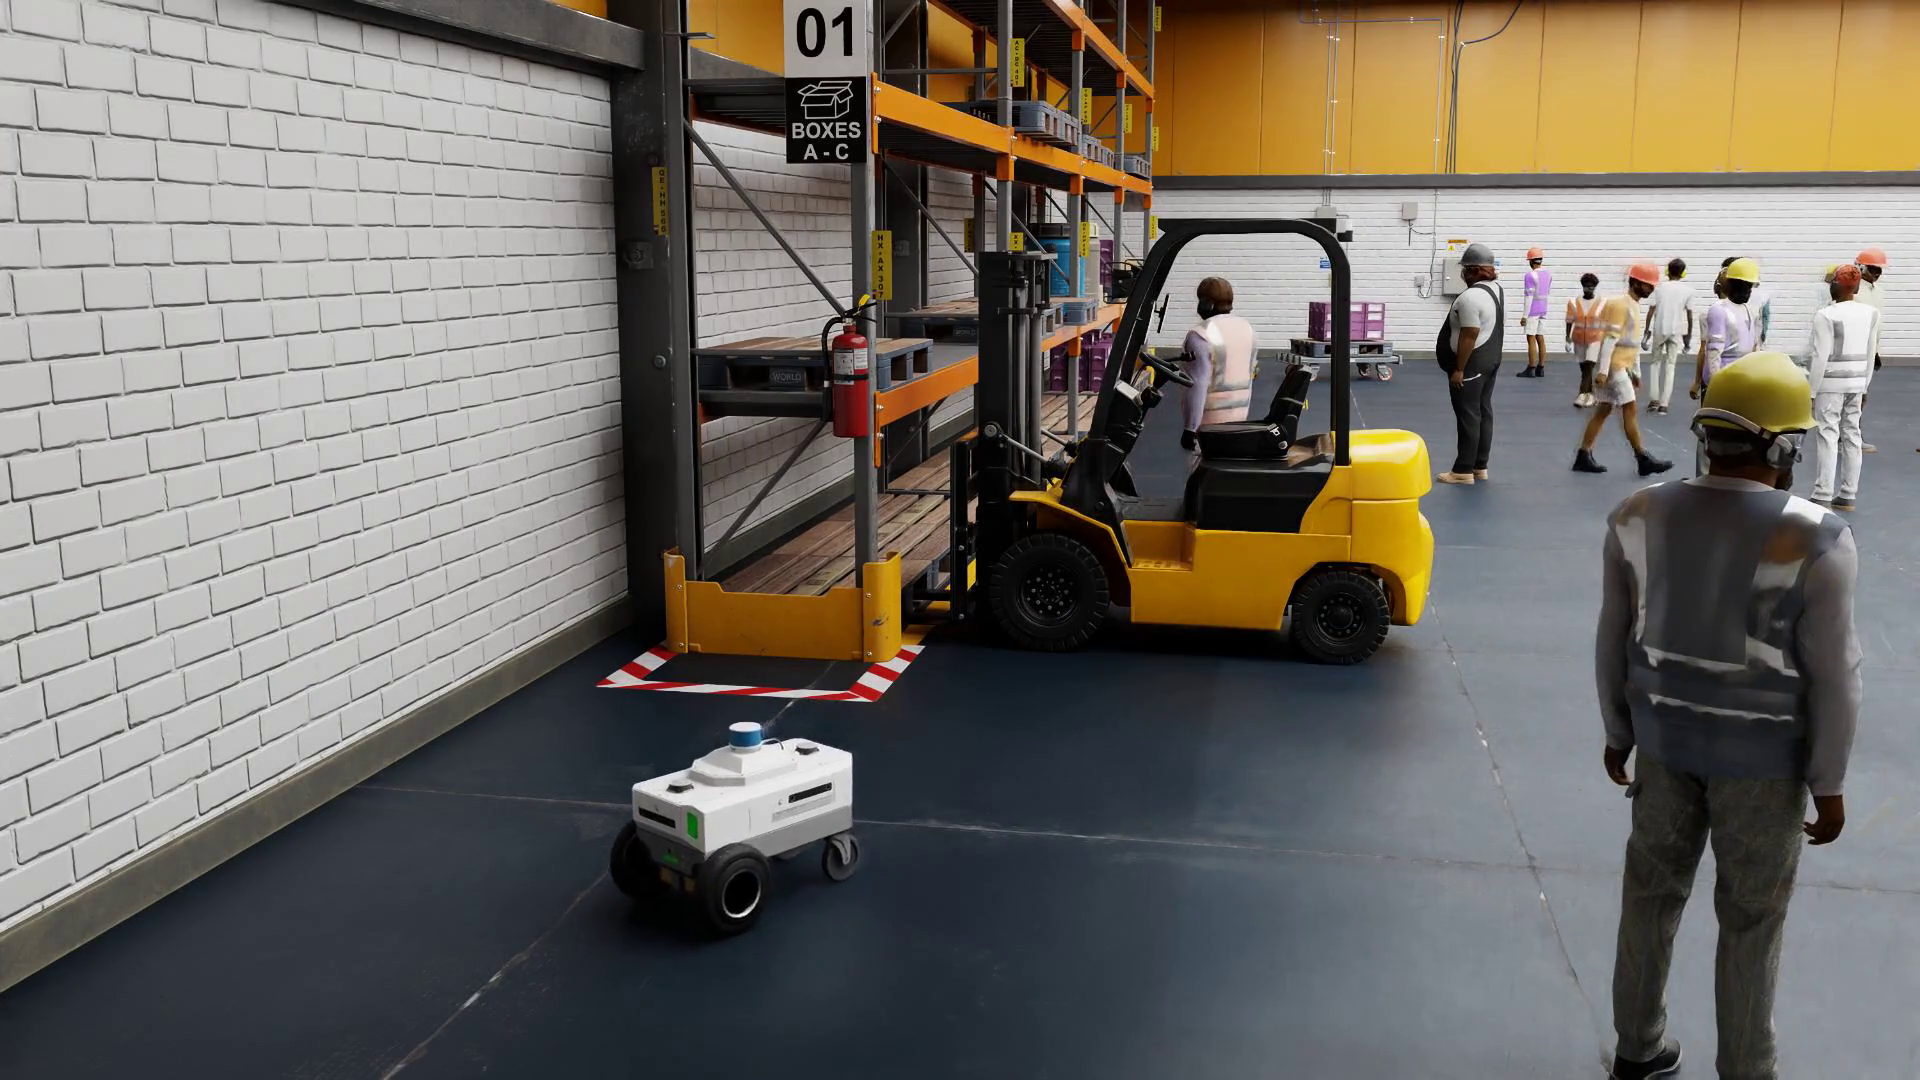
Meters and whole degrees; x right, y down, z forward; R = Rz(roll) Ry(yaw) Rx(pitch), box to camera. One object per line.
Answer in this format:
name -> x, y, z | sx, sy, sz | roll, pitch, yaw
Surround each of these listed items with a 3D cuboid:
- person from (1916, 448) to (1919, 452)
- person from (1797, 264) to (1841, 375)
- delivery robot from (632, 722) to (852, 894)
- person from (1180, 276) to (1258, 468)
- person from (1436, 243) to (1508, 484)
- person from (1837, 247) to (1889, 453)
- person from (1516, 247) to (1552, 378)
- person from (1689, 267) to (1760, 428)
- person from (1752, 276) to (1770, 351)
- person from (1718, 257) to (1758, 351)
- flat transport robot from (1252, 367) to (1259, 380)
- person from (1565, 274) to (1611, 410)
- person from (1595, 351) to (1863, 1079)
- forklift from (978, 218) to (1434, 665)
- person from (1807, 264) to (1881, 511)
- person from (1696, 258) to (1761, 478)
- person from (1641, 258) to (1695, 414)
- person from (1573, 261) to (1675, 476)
person -> 9.594, -1.778, 16.062 | 0.653, 1.906, 0.408 | -5, 11, -23
person -> 13.002, -3.287, 24.912 | 0.502, 1.696, 0.913 | -6, 12, -30
delivery robot -> -0.674, 0.820, 5.268 | 0.477, 0.478, 0.707 | 9, 14, 42
person -> 1.619, -0.753, 10.627 | 0.633, 1.840, 0.429 | -10, 14, -44
person -> 4.333, -1.506, 14.200 | 0.538, 2.000, 0.683 | 8, 13, 38
person -> 8.719, -1.832, 16.121 | 0.610, 1.993, 0.380 | -6, 12, -31
person -> 8.549, -3.384, 24.790 | 0.547, 1.934, 0.376 | -7, 13, -35
person -> 6.287, -1.319, 13.714 | 0.506, 1.847, 0.343 | -1, 10, -5
person -> 10.458, -2.739, 22.093 | 0.522, 1.625, 0.388 | 3, 11, 16
person -> 8.356, -2.075, 17.802 | 0.730, 1.882, 0.461 | -6, 12, -31
flat transport robot -> 4.068, -2.537, 24.705 | 0.652, 0.197, 1.431 | 3, 11, 14
person -> 7.597, -2.398, 20.161 | 0.538, 1.634, 0.848 | 8, 13, 39
person -> 1.802, 0.474, 3.919 | 0.404, 1.830, 0.603 | -8, 13, -38
forklift -> 1.285, -0.567, 8.635 | 2.313, 2.155, 1.214 | 2, 11, 11
person -> 6.669, -1.141, 12.637 | 0.572, 1.883, 0.354 | -3, 11, -16
person -> 6.124, -1.272, 13.238 | 0.590, 1.923, 0.383 | -9, 14, -42
person -> 8.409, -2.421, 19.782 | 0.558, 1.830, 0.611 | 4, 11, 21
person -> 5.889, -1.491, 14.587 | 0.951, 1.869, 0.607 | 7, 12, 32
